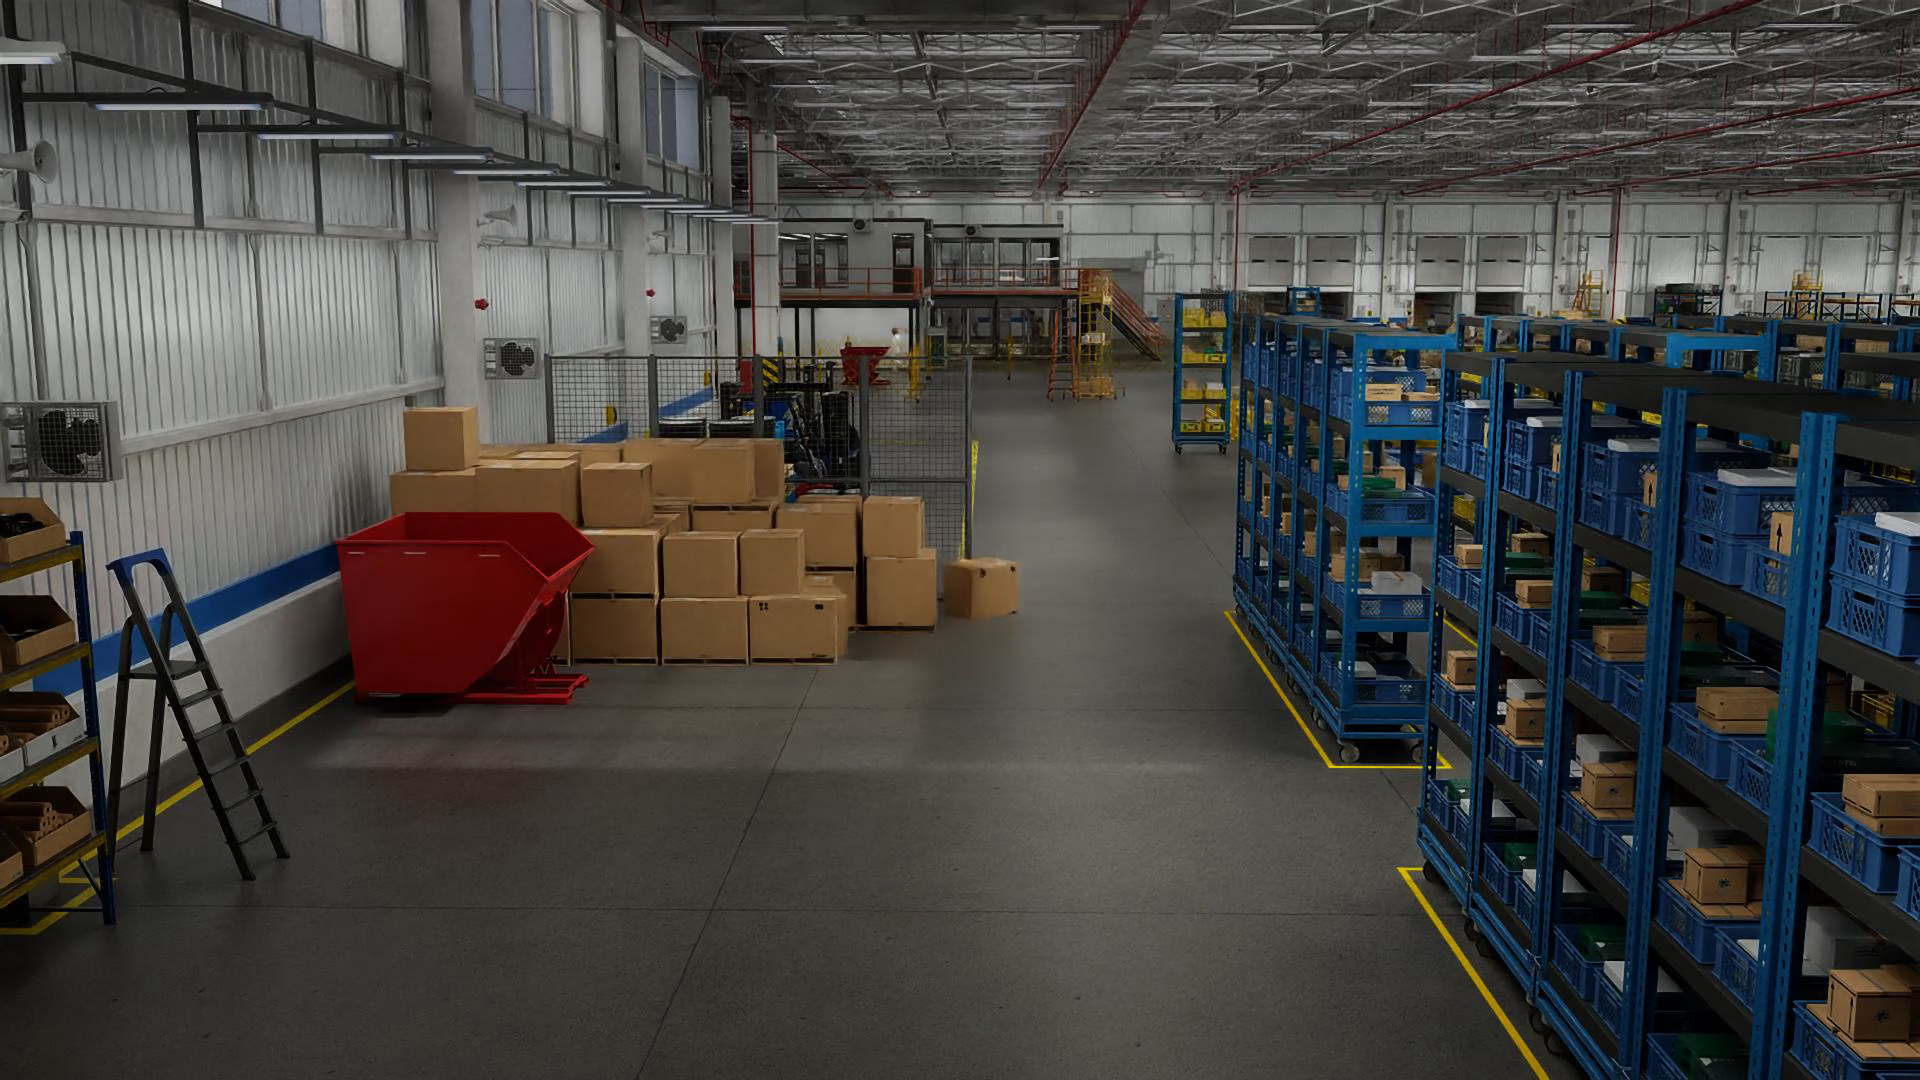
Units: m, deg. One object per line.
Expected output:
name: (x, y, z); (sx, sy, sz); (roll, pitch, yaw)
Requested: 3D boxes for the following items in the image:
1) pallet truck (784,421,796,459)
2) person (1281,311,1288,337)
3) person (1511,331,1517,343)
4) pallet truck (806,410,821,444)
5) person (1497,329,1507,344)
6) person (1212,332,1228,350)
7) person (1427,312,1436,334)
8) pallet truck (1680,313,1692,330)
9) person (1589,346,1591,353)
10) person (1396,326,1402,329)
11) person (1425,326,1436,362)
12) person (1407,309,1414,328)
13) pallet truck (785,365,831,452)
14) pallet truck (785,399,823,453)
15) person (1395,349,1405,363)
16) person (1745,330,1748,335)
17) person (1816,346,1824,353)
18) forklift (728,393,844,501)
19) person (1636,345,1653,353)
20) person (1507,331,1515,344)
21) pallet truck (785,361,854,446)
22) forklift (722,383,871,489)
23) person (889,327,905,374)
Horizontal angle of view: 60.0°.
pallet truck: (-4.013, -1.793, 32.705); (1.601, 1.201, 0.680); (0, 9, 1)
person: (18.413, -12.116, 94.263); (0.729, 1.922, 0.553); (7, 11, 36)
person: (26.661, -9.718, 79.475); (0.589, 1.922, 1.025); (9, 13, 43)
pallet truck: (-3.559, -2.018, 33.905); (1.522, 1.261, 0.704); (0, 9, -1)
person: (25.234, -9.358, 77.583); (0.783, 1.819, 0.640); (-6, 11, -35)
person: (11.661, -8.812, 74.303); (0.688, 1.796, 0.943); (-3, 10, -17)
person: (24.594, -10.918, 86.833); (0.615, 1.929, 0.558); (-8, 12, -40)
pallet truck: (36.315, -10.531, 84.244); (0.823, 1.965, 1.885); (-6, 11, -33)
person: (21.900, -6.088, 57.301); (0.521, 1.842, 0.866); (9, 13, 44)
person: (16.324, -6.947, 61.993); (0.391, 2.040, 0.615); (1, 9, 5)
person: (19.173, -7.763, 67.641); (0.435, 1.843, 0.655); (-3, 10, -16)
person: (25.638, -12.208, 94.837); (0.398, 1.919, 0.587); (8, 12, 40)
pallet truck: (-3.774, -2.976, 37.635); (1.885, 1.965, 0.823); (1, 9, 5)
pallet truck: (-3.814, -2.432, 36.419); (1.630, 1.274, 0.653); (0, 9, 1)
person: (13.595, -5.076, 51.336); (0.330, 1.760, 0.526); (-3, 10, -16)
person: (39.300, -10.254, 83.323); (0.548, 1.722, 0.882); (-1, 9, -7)
person: (27.658, -5.419, 53.685); (0.543, 1.688, 0.472); (1, 9, 9)
forklift: (-2.979, -1.316, 26.476); (2.680, 1.987, 1.157); (0, 9, 1)
person: (24.425, -6.529, 59.423); (0.688, 2.000, 0.536); (0, 9, -2)
person: (26.633, -9.796, 80.130); (1.014, 1.856, 0.598); (1, 9, 5)
pallet truck: (-3.410, -3.193, 38.978); (1.885, 1.965, 0.823); (0, 9, -1)
forklift: (-2.893, -1.687, 28.729); (2.680, 1.987, 1.157); (0, 9, -1)
person: (-2.501, -7.503, 65.970); (0.618, 1.866, 0.582); (2, 9, 12)
